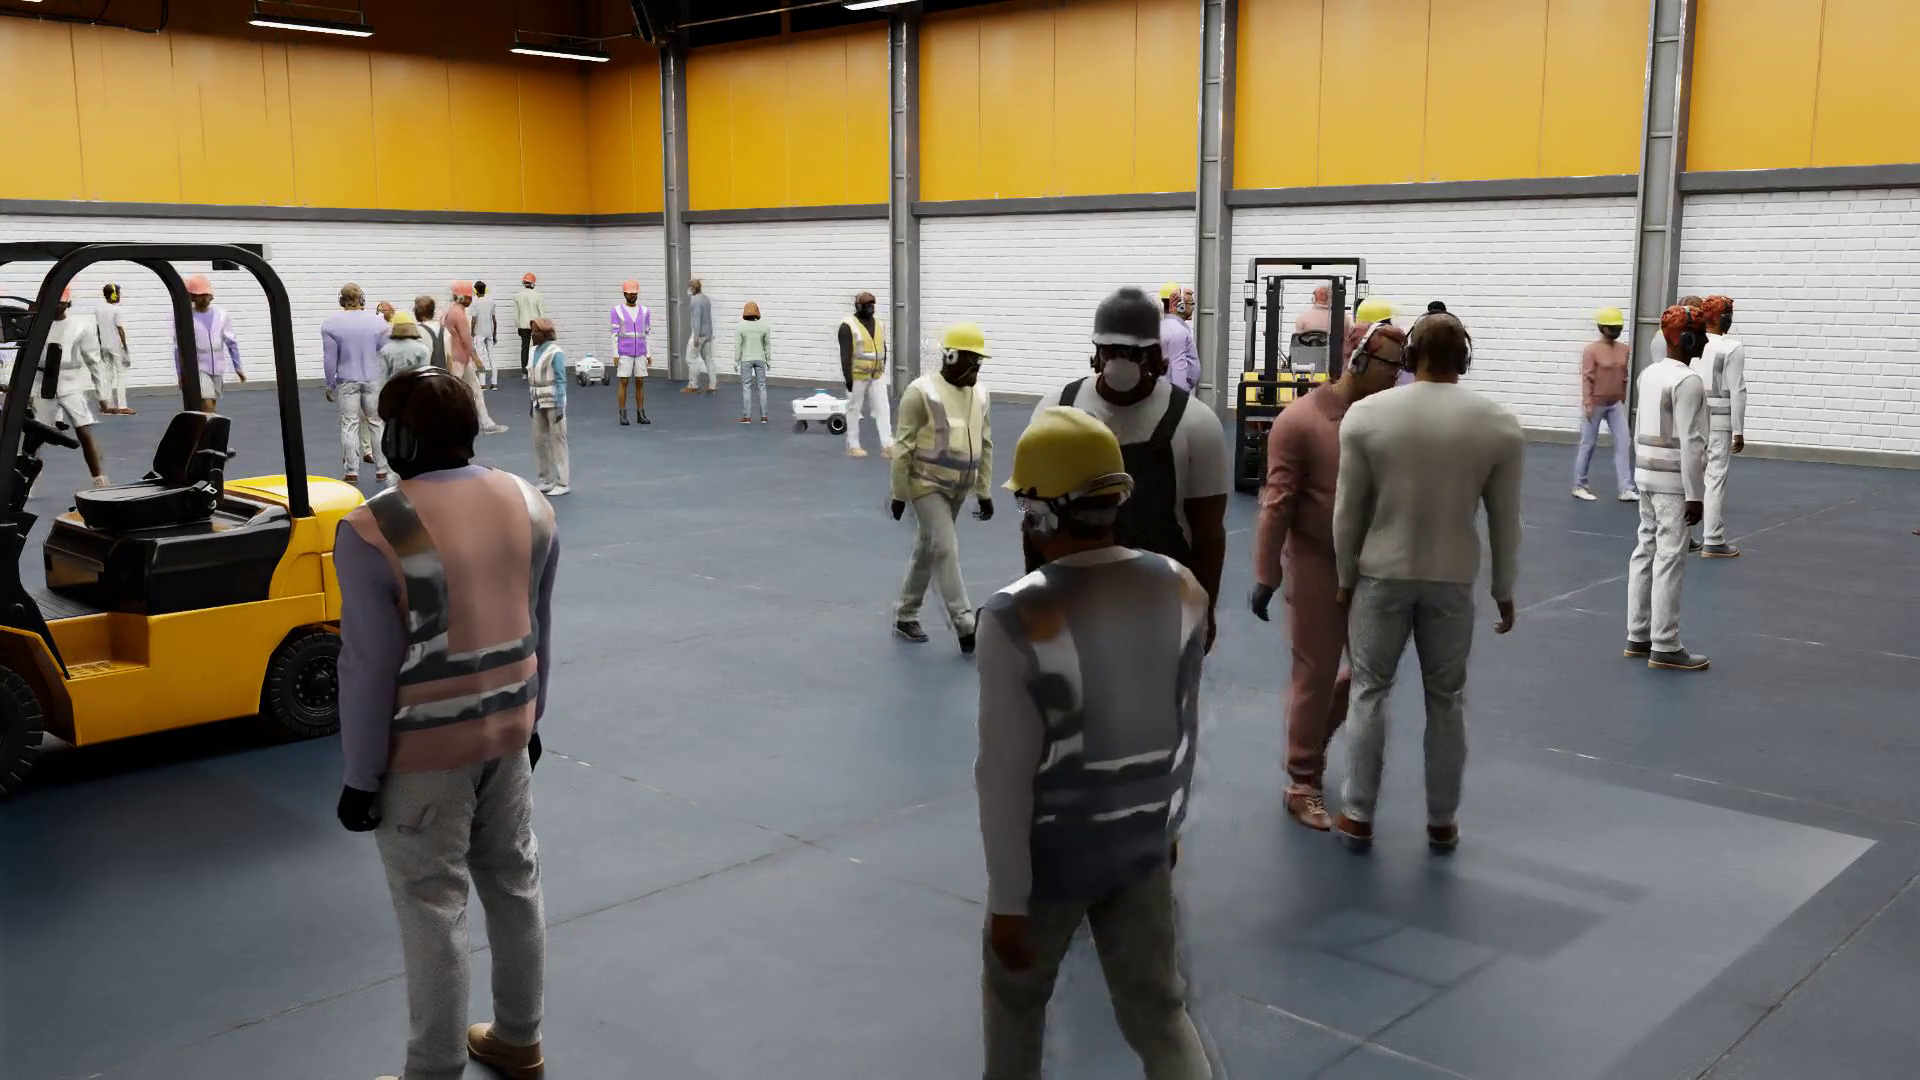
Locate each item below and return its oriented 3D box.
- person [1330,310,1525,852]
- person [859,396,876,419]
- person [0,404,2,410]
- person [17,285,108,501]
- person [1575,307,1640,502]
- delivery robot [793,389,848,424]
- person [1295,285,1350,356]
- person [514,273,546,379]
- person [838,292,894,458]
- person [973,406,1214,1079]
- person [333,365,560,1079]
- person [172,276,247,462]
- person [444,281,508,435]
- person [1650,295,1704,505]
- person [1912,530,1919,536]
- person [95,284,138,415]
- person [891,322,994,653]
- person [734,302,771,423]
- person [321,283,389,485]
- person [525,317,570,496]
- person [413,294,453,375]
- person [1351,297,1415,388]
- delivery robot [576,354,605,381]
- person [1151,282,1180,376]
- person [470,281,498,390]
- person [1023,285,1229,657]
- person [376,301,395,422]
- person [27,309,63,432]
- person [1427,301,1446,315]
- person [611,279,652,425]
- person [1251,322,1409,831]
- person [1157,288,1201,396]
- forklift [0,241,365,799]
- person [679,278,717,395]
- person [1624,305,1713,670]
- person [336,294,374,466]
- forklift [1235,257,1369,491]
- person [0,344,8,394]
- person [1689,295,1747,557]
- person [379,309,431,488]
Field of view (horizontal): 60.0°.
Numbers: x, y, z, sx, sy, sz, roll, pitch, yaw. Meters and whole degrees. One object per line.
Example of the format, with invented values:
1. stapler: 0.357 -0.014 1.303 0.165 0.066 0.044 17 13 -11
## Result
1. person: 1.653 0.162 5.884 0.659 1.922 0.440 2 9 10
2. person: -1.310 -2.479 22.967 0.519 1.633 0.312 -5 10 -26
3. person: -7.654 -0.940 12.890 0.390 1.840 0.563 -3 10 -20
4. person: -8.067 -1.327 14.850 0.814 1.992 0.588 -5 10 -28
5. person: 5.760 -1.178 14.672 0.540 1.731 0.802 -3 10 -18
6. delivery robot: -1.743 -1.664 20.971 0.707 0.478 0.477 1 9 4
7. person: 4.043 -1.917 18.725 0.671 1.889 0.445 -1 9 -9
8. person: -8.076 -4.023 31.321 0.612 1.995 0.379 2 9 10
9. person: -0.961 -1.781 18.118 0.660 1.812 0.853 -8 12 -39
10. person: 0.306 0.629 3.415 0.603 1.808 0.865 -6 11 -32
11. person: -1.263 0.498 4.066 0.429 1.847 0.623 6 11 31
12. person: -8.105 -1.840 17.959 1.044 1.989 0.631 8 12 40
13. person: -6.193 -2.224 20.506 1.056 1.935 0.587 -3 10 -19
14. person: 6.304 -1.202 14.495 0.627 1.844 0.429 -4 10 -25
15. person: 7.798 -0.900 12.567 0.825 1.875 0.646 5 10 28
16. person: -12.024 -2.693 23.619 0.568 1.856 0.349 3 10 20
17. person: -0.062 -0.285 9.048 0.860 1.779 0.614 8 12 40
18. person: -2.794 -2.386 22.386 0.508 1.632 0.272 -4 10 -21
19. person: -5.796 -1.496 16.016 0.627 1.935 0.371 -5 10 -27
20. person: -3.772 -1.220 15.226 0.521 1.638 0.312 9 13 42
21. person: -5.170 -1.504 16.397 0.676 1.824 0.529 5 10 28
22. person: 2.859 -0.657 11.019 0.593 1.892 0.766 -6 11 -33
23. delivery robot: -6.568 -3.061 29.525 0.477 0.478 0.707 -5 11 -29
24. person: 2.251 -1.818 18.008 0.382 1.924 0.594 7 11 35
25. person: -8.164 -3.493 28.471 0.519 1.865 0.326 -9 13 -44
26. person: 0.522 0.156 5.555 0.712 2.000 0.632 3 10 15
27. person: -7.715 -2.393 22.425 0.499 1.634 0.279 3 10 19
28. person: -11.527 -2.142 20.892 0.509 1.631 0.268 3 10 16
29. person: 5.672 -1.999 19.834 0.532 1.693 0.319 -4 10 -22
30. person: -4.357 -2.495 22.124 0.545 1.938 0.358 -5 11 -30
31. person: 1.411 0.108 6.374 0.751 1.887 0.667 -3 10 -16
32. person: 1.977 -1.324 15.072 0.403 1.900 0.641 0 9 -1
33. forklift: -3.706 -0.171 7.093 1.214 2.155 2.313 9 13 43
34. person: -4.326 -3.328 27.308 0.660 1.908 0.720 2 10 13
35. person: 3.707 -0.272 8.664 0.356 1.883 0.573 -1 9 -3
36. person: -6.365 -1.709 17.564 0.327 1.861 0.498 7 11 35
37. forklift: 3.309 -1.629 16.029 1.214 2.155 2.313 2 9 11
38. person: -12.759 -2.450 21.990 0.754 1.907 0.560 -1 9 -4
39. person: 5.405 -0.815 11.996 0.355 1.883 0.575 -5 10 -27
40. person: -5.097 -1.246 15.185 0.510 1.706 0.716 2 10 15
